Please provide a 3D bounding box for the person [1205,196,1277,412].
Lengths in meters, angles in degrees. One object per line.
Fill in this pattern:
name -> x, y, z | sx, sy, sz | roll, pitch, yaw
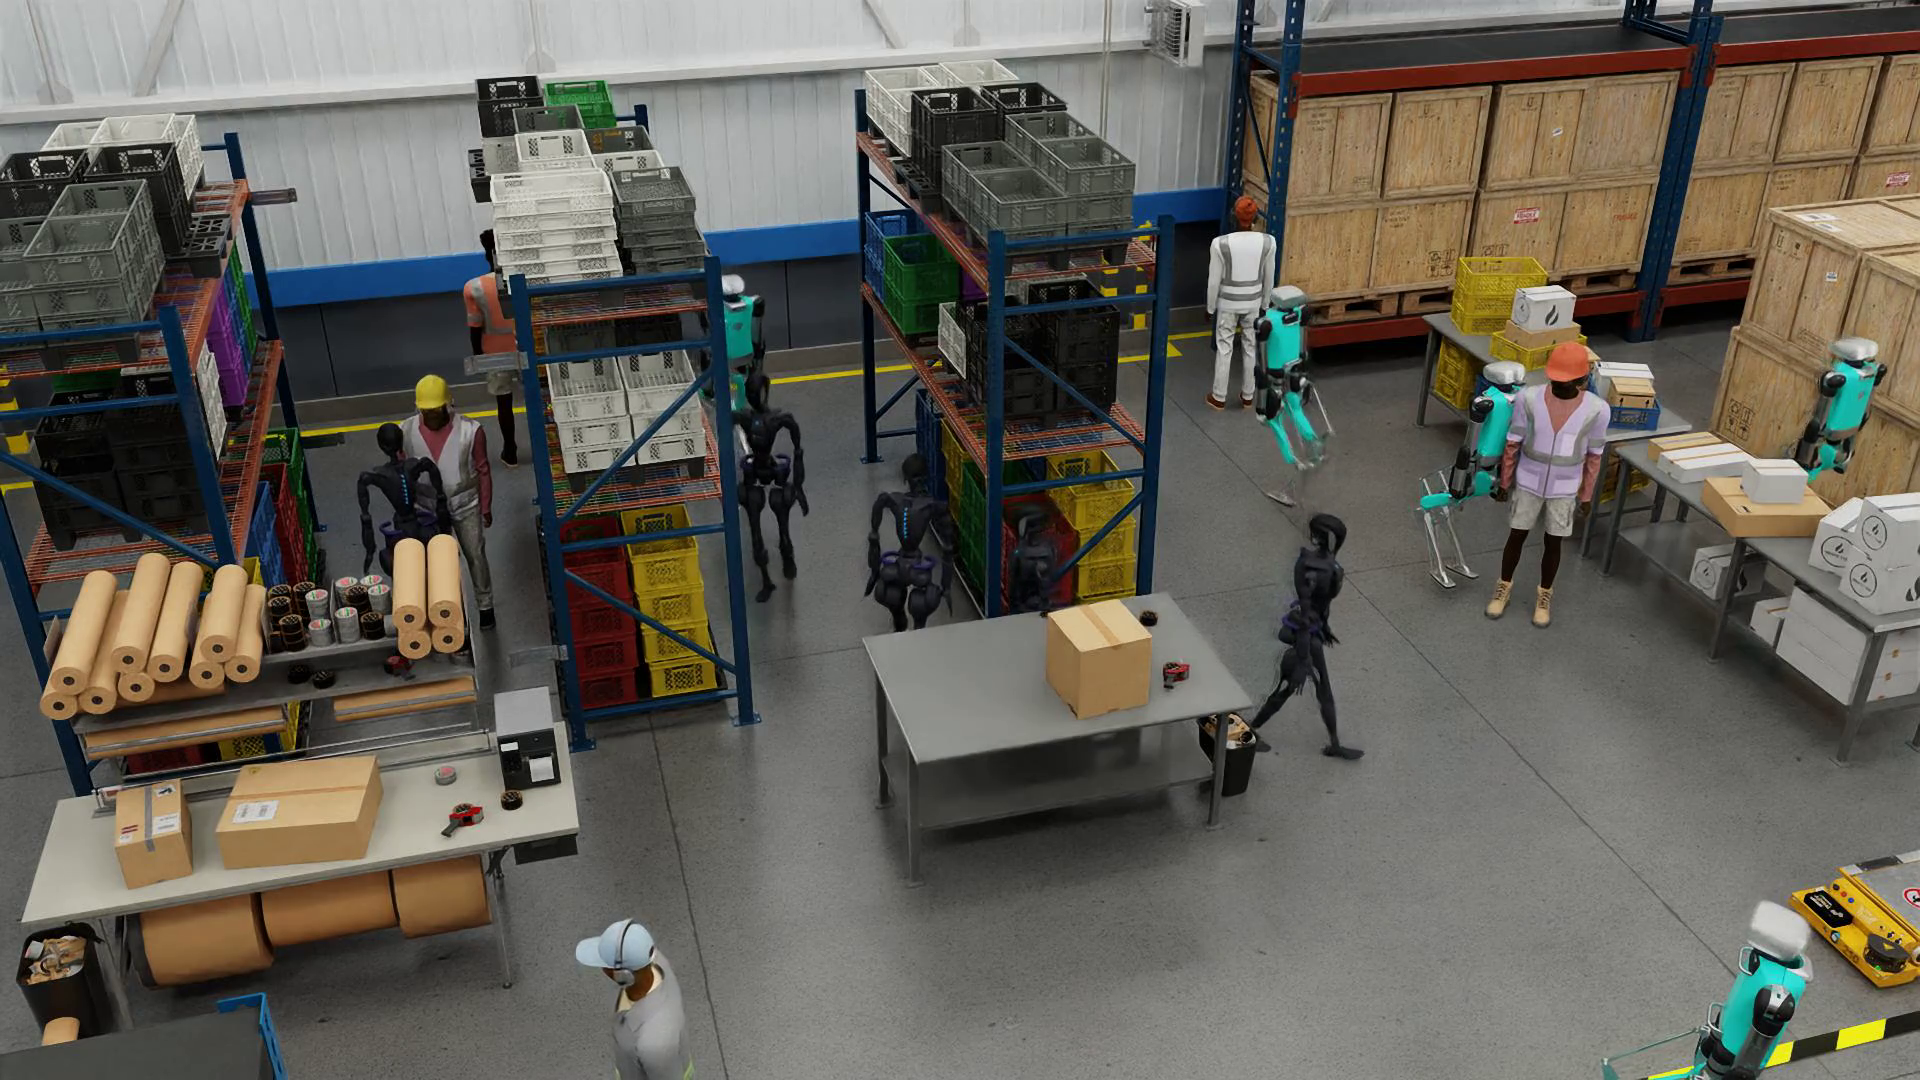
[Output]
person -> 2.360, -1.991, 14.111 | 0.574, 1.882, 0.356 | -3, 29, -6

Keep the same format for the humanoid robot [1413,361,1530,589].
humanoid robot -> 3.449, -0.509, 11.423 | 0.533, 1.677, 0.735 | -16, 32, -26

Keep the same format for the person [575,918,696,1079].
person -> -1.216, 2.208, 6.500 | 0.386, 1.849, 0.596 | -8, 30, -15

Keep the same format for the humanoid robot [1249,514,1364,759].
humanoid robot -> 2.032, 0.579, 9.692 | 0.786, 1.621, 0.608 | 13, 31, 22

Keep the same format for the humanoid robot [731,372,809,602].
humanoid robot -> -1.334, -0.390, 11.415 | 0.609, 1.636, 0.481 | 4, 29, 7

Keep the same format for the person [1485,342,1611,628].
person -> 3.870, -0.358, 10.974 | 0.613, 2.039, 0.385 | 12, 31, 21

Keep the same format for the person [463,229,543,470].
person -> -3.552, -1.505, 13.139 | 0.611, 1.962, 0.363 | -12, 31, -20

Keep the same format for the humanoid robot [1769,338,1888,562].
humanoid robot -> 5.998, -0.641, 11.854 | 0.541, 1.838, 0.746 | -13, 31, -22

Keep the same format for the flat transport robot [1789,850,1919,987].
flat transport robot -> 5.163, 1.916, 8.676 | 1.431, 0.231, 0.659 | -8, 30, -14

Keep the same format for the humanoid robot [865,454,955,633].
humanoid robot -> -0.320, 0.243, 10.267 | 0.585, 1.634, 0.592 | 8, 30, 14

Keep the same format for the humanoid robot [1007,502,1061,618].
humanoid robot -> 0.460, 0.490, 9.865 | 0.773, 1.630, 0.599 | -7, 30, -13

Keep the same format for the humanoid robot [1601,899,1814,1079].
humanoid robot -> 2.866, 2.103, 6.675 | 0.735, 1.672, 0.533 | 13, 31, 22

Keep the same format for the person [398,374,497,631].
person -> -3.371, -0.232, 10.956 | 0.589, 1.836, 0.404 | -3, 29, -6

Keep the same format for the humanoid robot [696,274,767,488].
humanoid robot -> -1.883, -1.313, 13.067 | 0.534, 1.775, 0.993 | -17, 33, -28

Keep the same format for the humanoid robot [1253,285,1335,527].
humanoid robot -> 2.561, -0.922, 12.419 | 0.555, 1.877, 0.797 | -20, 34, -32

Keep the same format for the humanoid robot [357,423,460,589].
humanoid robot -> -3.532, 0.018, 10.659 | 0.611, 1.650, 0.313 | -19, 34, -31
